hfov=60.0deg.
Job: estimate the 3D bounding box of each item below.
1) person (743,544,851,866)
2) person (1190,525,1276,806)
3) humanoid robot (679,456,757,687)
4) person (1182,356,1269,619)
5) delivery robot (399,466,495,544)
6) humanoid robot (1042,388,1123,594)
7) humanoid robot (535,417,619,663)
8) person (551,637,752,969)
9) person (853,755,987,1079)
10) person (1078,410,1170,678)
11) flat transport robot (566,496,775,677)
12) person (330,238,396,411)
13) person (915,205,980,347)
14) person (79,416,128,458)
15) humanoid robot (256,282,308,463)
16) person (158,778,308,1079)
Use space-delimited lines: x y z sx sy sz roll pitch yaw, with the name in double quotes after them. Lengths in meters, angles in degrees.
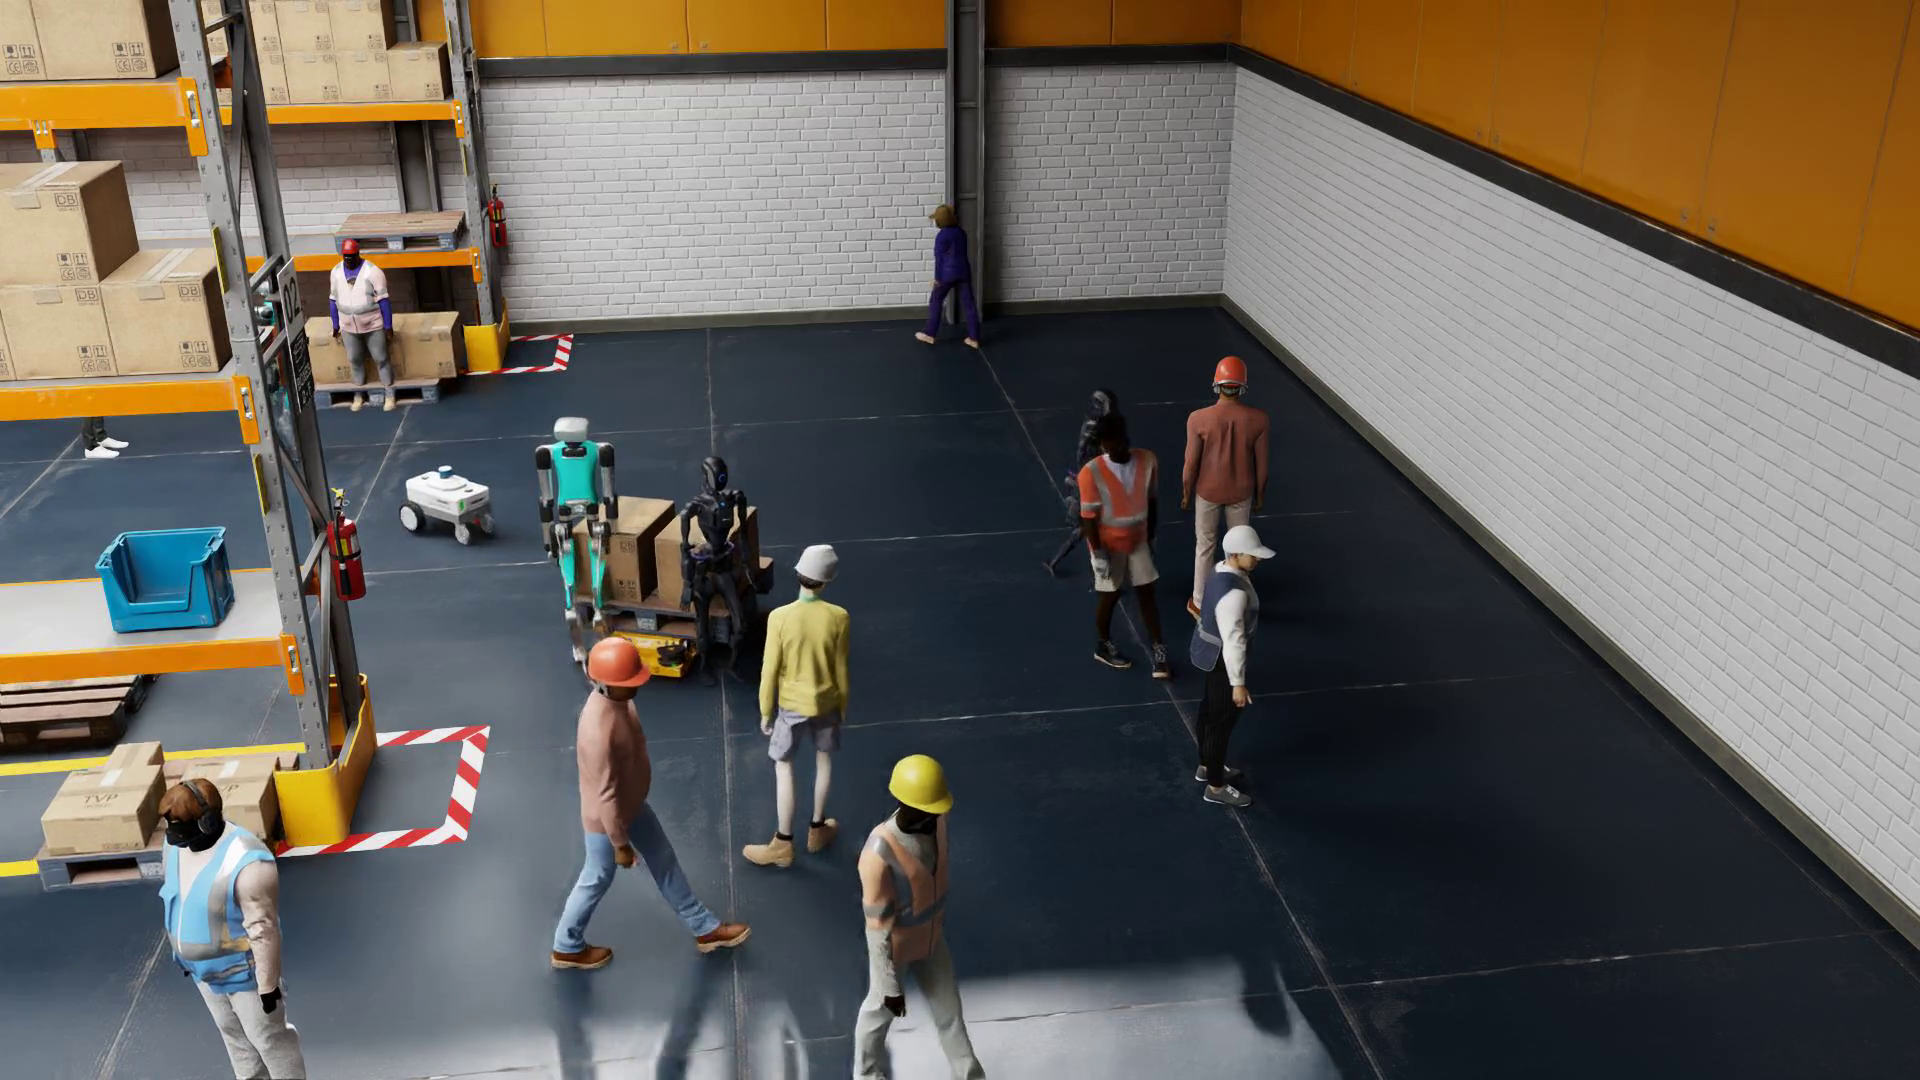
-0.929 0.935 9.321 0.669 1.848 0.508 -5 24 -11 "person"
1.592 0.727 9.890 0.448 1.755 0.761 0 24 0 "person"
-1.638 0.220 11.147 0.471 1.642 0.589 22 32 40 "humanoid robot"
1.913 -0.365 12.084 0.616 1.992 0.394 -1 24 -2 "person"
-4.246 -0.312 13.774 0.811 0.613 0.499 15 28 30 "delivery robot"
0.932 -0.386 12.596 0.726 1.633 0.615 13 27 28 "humanoid robot"
-2.584 0.094 11.346 0.532 1.789 0.733 -4 24 -9 "humanoid robot"
-1.643 1.332 8.297 1.045 1.923 0.622 0 24 0 "person"
-0.153 1.792 7.312 0.914 1.882 0.602 17 29 33 "person"
1.149 0.060 11.229 0.634 1.929 0.728 -11 26 -24 "person"
-2.073 0.569 12.100 0.659 0.231 1.431 5 24 12 "flat transport robot"
-5.885 -2.113 16.380 0.599 1.745 0.418 0 24 1 "person"
-0.135 -2.916 18.414 0.484 1.571 0.706 -20 31 -38 "person"
-7.985 -1.658 15.203 0.330 1.862 0.495 -1 24 -1 "person"
-6.190 -1.442 14.945 0.745 1.858 0.540 8 25 18 "humanoid robot"
-3.181 1.846 7.252 0.627 1.837 0.429 14 27 28 "person"
